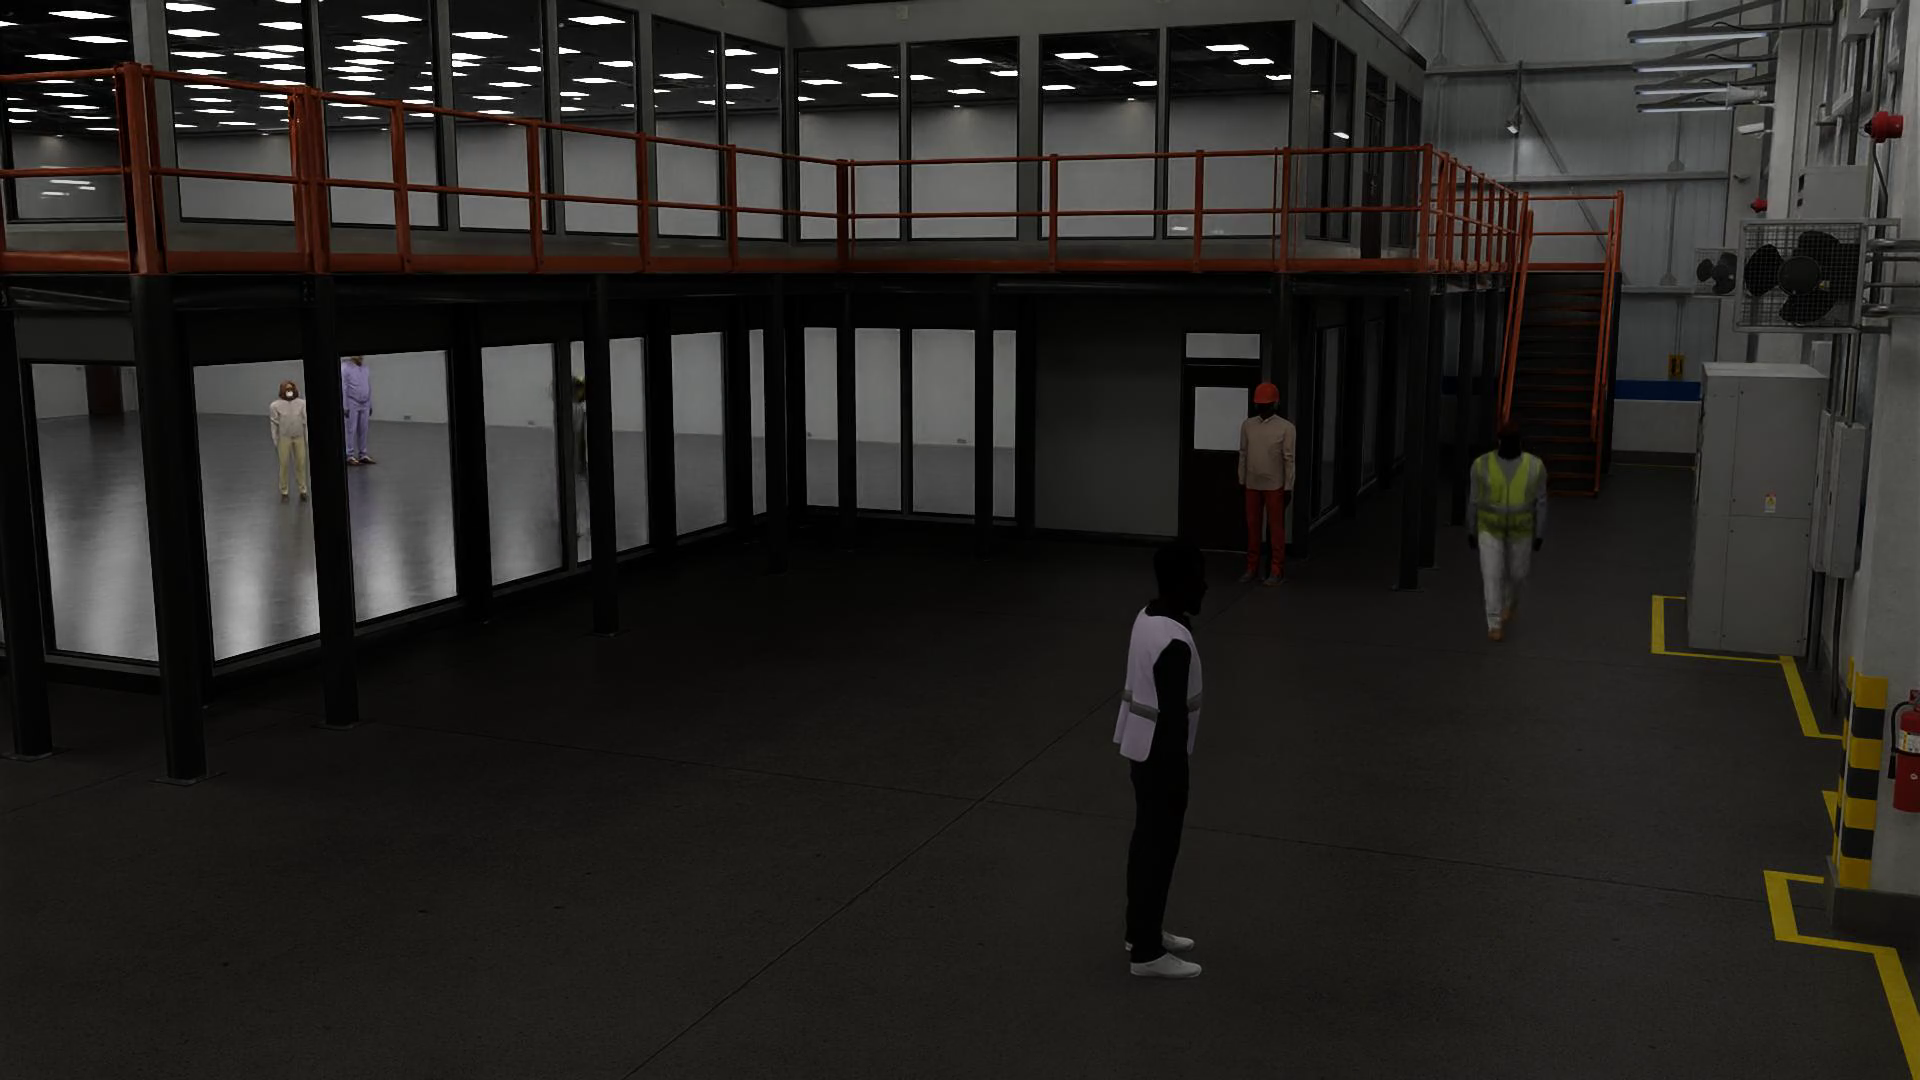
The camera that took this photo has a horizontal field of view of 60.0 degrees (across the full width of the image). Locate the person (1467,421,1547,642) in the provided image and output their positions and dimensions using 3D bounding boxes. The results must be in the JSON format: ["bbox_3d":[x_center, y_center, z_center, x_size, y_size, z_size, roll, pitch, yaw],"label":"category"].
[{"bbox_3d":[4.563,-0.095,13.918,0.631,1.823,0.694,2,9,14],"label":"person"}]

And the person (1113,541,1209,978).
[{"bbox_3d":[0.872,0.946,7.239,0.391,1.911,0.584,-1,9,-5],"label":"person"}]

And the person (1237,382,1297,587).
[{"bbox_3d":[2.960,-0.539,16.157,0.612,1.986,0.407,8,12,40],"label":"person"}]
